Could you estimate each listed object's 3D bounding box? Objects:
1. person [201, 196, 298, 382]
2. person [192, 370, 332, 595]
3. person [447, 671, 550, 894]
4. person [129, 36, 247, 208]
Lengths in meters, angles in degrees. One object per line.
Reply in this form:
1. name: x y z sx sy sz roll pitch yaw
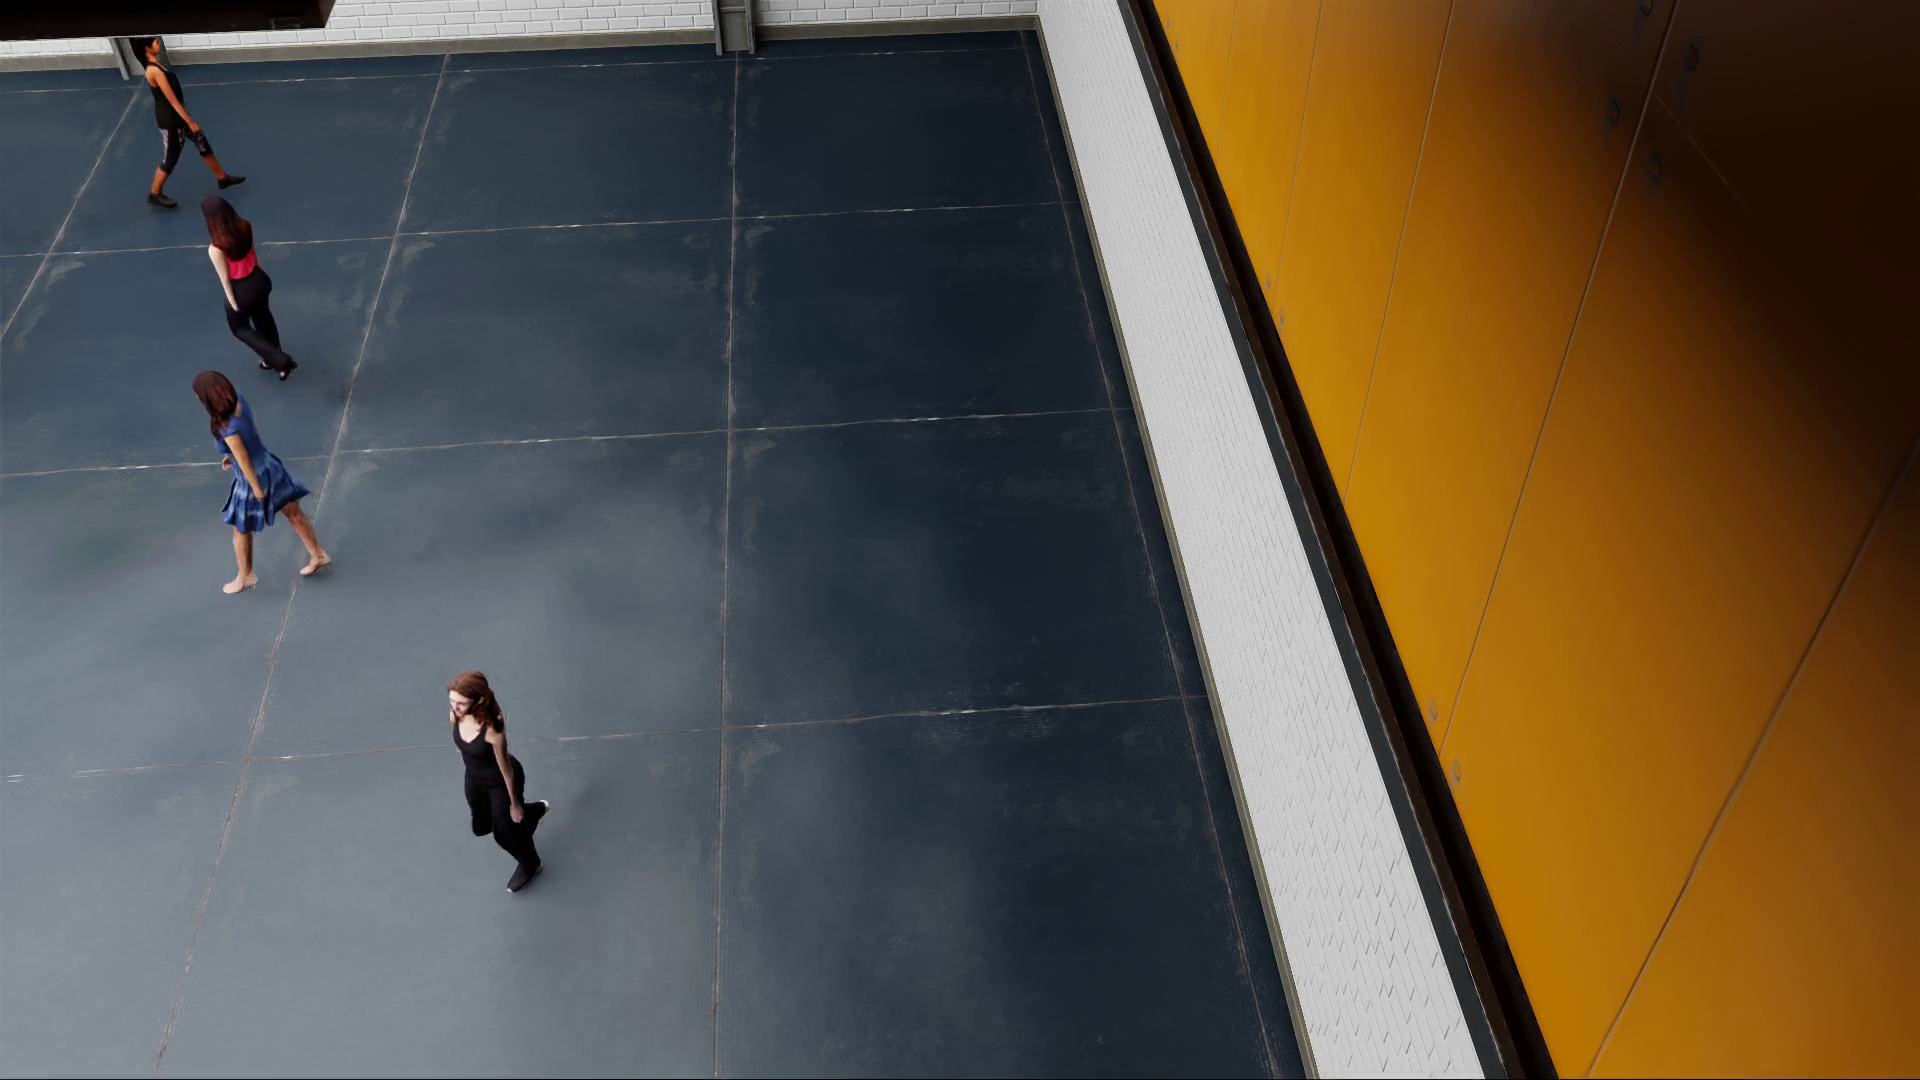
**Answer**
1. person: -5.415 -1.901 12.784 0.861 1.648 0.758 15 46 15
2. person: -4.593 -0.392 11.110 0.952 1.773 0.690 -8 44 -8
3. person: -2.547 1.289 9.374 0.816 1.733 0.852 20 47 19
4. person: -7.026 -3.682 14.671 1.171 1.624 0.854 -18 47 -18
